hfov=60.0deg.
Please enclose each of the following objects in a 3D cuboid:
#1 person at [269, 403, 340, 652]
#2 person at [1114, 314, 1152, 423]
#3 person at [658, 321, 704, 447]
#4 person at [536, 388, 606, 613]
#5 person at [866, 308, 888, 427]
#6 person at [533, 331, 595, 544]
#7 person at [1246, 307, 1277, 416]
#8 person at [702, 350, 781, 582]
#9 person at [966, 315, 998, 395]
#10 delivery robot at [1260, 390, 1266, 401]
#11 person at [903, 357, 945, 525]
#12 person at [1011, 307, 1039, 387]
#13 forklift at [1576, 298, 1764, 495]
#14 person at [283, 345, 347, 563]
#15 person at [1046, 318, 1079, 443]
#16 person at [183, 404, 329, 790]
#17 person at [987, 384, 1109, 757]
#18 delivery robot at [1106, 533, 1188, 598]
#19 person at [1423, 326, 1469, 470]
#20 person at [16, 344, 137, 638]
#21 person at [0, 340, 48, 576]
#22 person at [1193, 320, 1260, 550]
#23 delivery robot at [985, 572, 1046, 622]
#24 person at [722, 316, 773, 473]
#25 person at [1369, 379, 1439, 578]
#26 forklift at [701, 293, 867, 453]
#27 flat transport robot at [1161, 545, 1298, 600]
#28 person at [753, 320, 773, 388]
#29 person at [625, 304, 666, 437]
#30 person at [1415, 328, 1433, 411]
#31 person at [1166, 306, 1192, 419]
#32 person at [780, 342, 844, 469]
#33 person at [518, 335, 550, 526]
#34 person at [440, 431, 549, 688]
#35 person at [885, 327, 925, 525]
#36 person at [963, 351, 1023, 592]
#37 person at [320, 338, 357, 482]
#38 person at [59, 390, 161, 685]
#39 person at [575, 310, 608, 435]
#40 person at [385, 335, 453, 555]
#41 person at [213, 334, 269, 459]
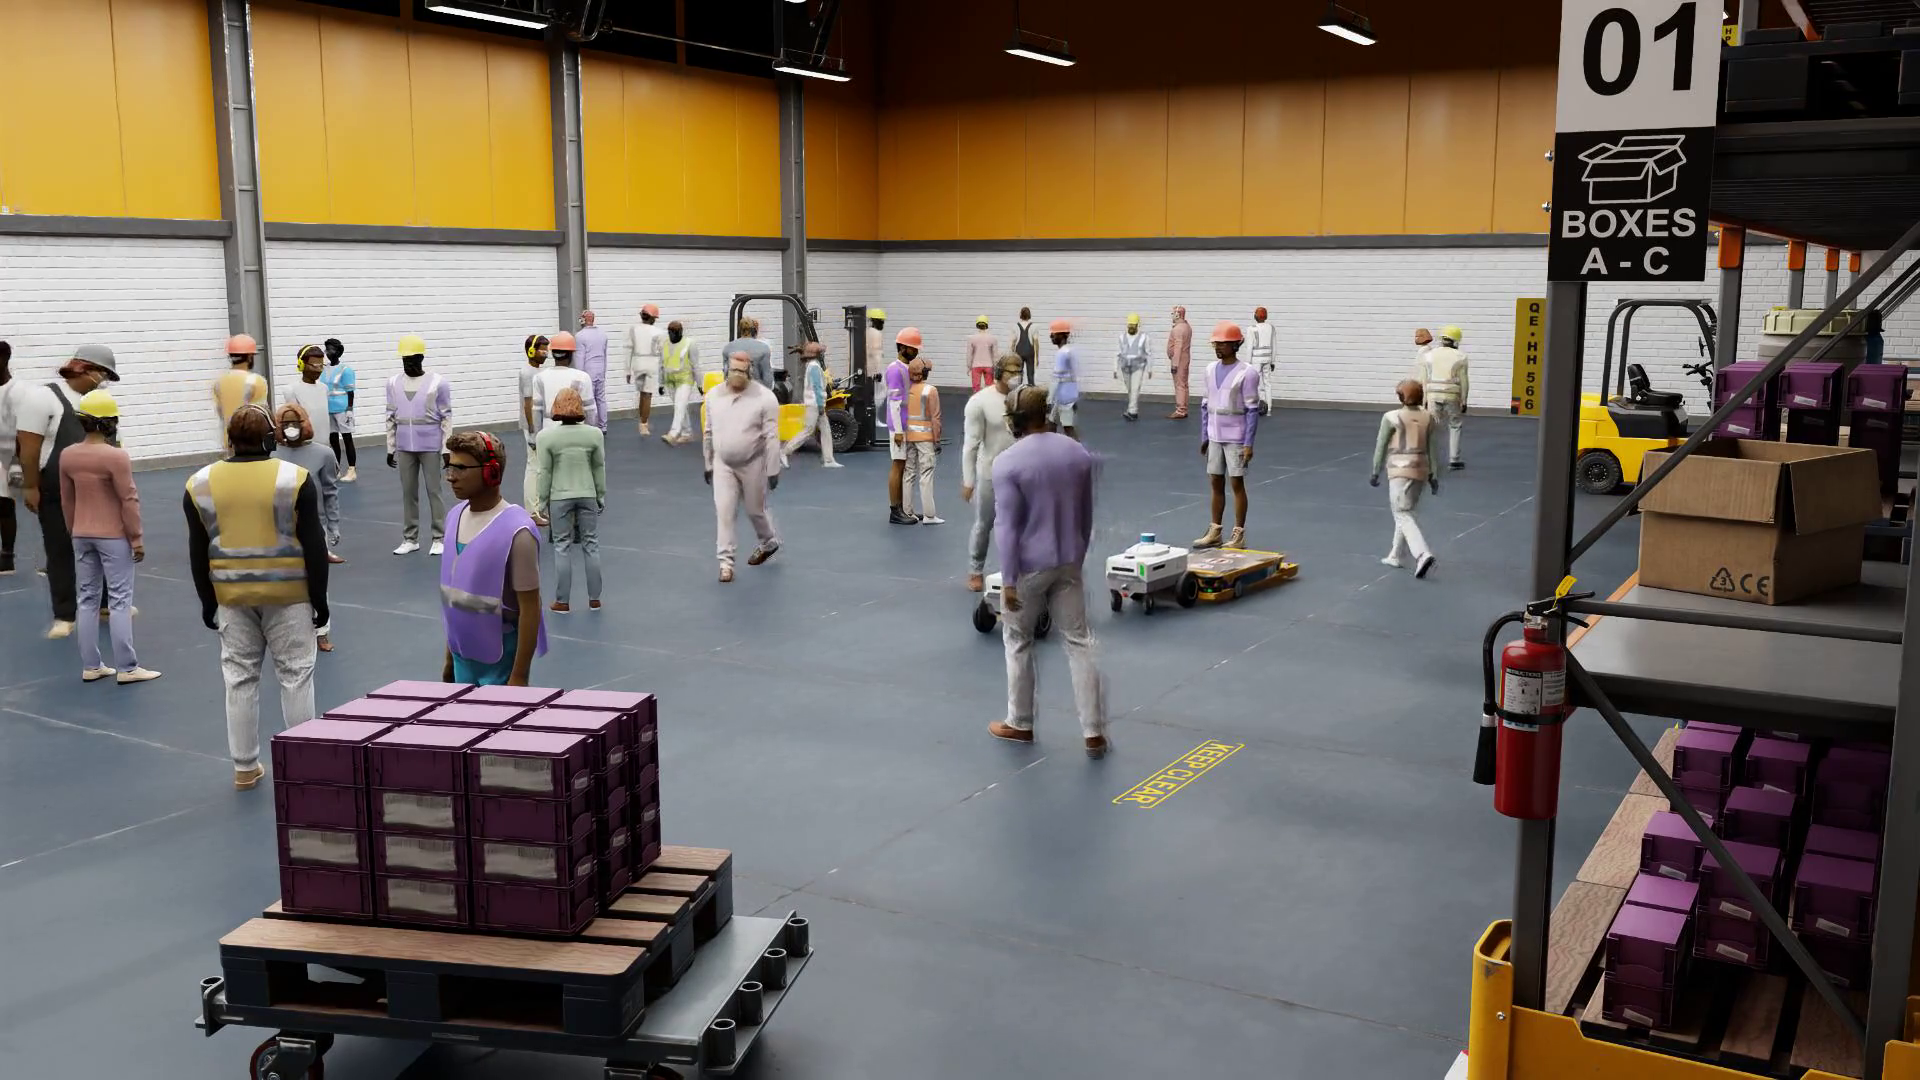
[{"bbox_3d":[-4.267,-0.074,10.749,0.501,1.633,0.282,-4,10,-21],"label":"person"},{"bbox_3d":[2.833,-2.846,27.560,0.620,1.782,0.941,4,10,25],"label":"person"},{"bbox_3d":[-4.054,-2.224,23.737,0.656,1.765,1.051,5,10,27],"label":"person"},{"bbox_3d":[-2.813,-0.283,12.054,0.500,1.633,0.280,-5,10,-28],"label":"person"},{"bbox_3d":[-1.310,-2.728,26.443,0.421,1.911,0.618,-3,9,-16],"label":"person"},{"bbox_3d":[-3.586,-0.929,15.142,0.552,1.935,0.372,1,9,7],"label":"person"},{"bbox_3d":[5.180,-3.069,28.662,0.581,1.882,0.339,-3,10,-20],"label":"person"},{"bbox_3d":[-1.759,-0.627,13.535,0.682,1.860,0.876,1,9,9],"label":"person"},{"bbox_3d":[0.368,-2.874,27.814,0.527,1.767,0.331,0,9,-3],"label":"person"},{"bbox_3d":[5.041,-2.505,28.987,0.707,0.478,0.477,3,10,21],"label":"delivery robot"},{"bbox_3d":[-0.392,-0.964,16.290,0.511,1.640,0.308,7,11,37],"label":"person"},{"bbox_3d":[1.202,-3.375,30.696,0.517,1.843,0.325,1,9,7],"label":"person"},{"bbox_3d":[7.954,-1.589,18.462,2.313,2.155,1.214,5,11,30],"label":"forklift"},{"bbox_3d":[-5.401,-0.694,13.919,0.328,1.861,0.519,3,10,17],"label":"person"},{"bbox_3d":[1.153,-1.712,20.095,0.792,1.905,0.551,2,9,11],"label":"person"},{"bbox_3d":[-3.314,0.274,7.928,0.621,1.845,0.429,-1,9,-5],"label":"person"},{"bbox_3d":[0.472,0.159,8.530,0.652,1.902,0.720,-6,11,-32],"label":"person"},{"bbox_3d":[1.366,0.195,12.136,0.477,0.478,0.707,7,11,36],"label":"delivery robot"},{"bbox_3d":[6.064,-1.761,20.762,0.592,1.805,0.553,6,11,34],"label":"person"},{"bbox_3d":[-6.006,-0.375,11.361,0.534,2.000,0.763,5,10,28],"label":"person"},{"bbox_3d":[-7.637,-0.647,13.456,0.624,1.932,0.657,8,12,40],"label":"person"},{"bbox_3d":[2.350,-0.910,14.692,0.392,2.045,0.608,-7,11,-37],"label":"person"},{"bbox_3d":[0.470,0.307,11.436,0.477,0.478,0.707,5,11,30],"label":"delivery robot"},{"bbox_3d":[-2.584,-1.768,20.376,0.632,1.940,0.372,2,9,13],"label":"person"},{"bbox_3d":[3.697,-0.515,13.605,0.503,1.601,0.823,-3,10,-21],"label":"person"},{"bbox_3d":[-2.458,-2.344,23.176,2.313,2.155,1.214,0,9,-2],"label":"forklift"},{"bbox_3d":[2.039,0.244,13.002,0.652,0.197,1.431,7,11,36],"label":"flat transport robot"},{"bbox_3d":[-2.681,-2.006,22.158,0.490,1.854,0.581,4,10,22],"label":"person"},{"bbox_3d":[-4.733,-2.585,25.311,0.623,1.983,0.993,1,9,9],"label":"person"},{"bbox_3d":[7.019,-2.391,25.236,0.271,1.627,0.503,4,10,25],"label":"person"},{"bbox_3d":[3.704,-3.012,28.236,0.399,1.909,0.642,4,10,23],"label":"person"},{"bbox_3d":[-1.895,-1.690,20.963,0.786,1.601,0.532,-1,9,-4],"label":"person"},{"bbox_3d":[-4.129,-1.070,16.252,0.328,1.865,0.517,-1,9,-4],"label":"person"},{"bbox_3d":[-1.855,0.483,6.610,0.567,1.847,0.389,8,12,41],"label":"person"},{"bbox_3d":[-0.530,-1.120,16.363,0.370,1.928,0.543,2,9,14],"label":"person"},{"bbox_3d":[0.314,-0.489,12.565,0.654,1.898,0.972,-4,10,-22],"label":"person"},{"bbox_3d":[-7.352,-1.528,19.618,0.540,1.700,0.316,5,10,26],"label":"person"},{"bbox_3d":[-5.110,-0.013,9.958,0.532,1.768,0.311,3,10,17],"label":"person"},{"bbox_3d":[-5.600,-2.513,25.123,0.400,1.910,0.643,5,11,30],"label":"person"},{"bbox_3d":[-4.727,-0.823,14.510,0.594,1.926,0.367,1,9,6],"label":"person"},{"bbox_3d":[-6.313,-0.855,14.718,0.574,1.924,0.455,3,10,20],"label":"person"}]
